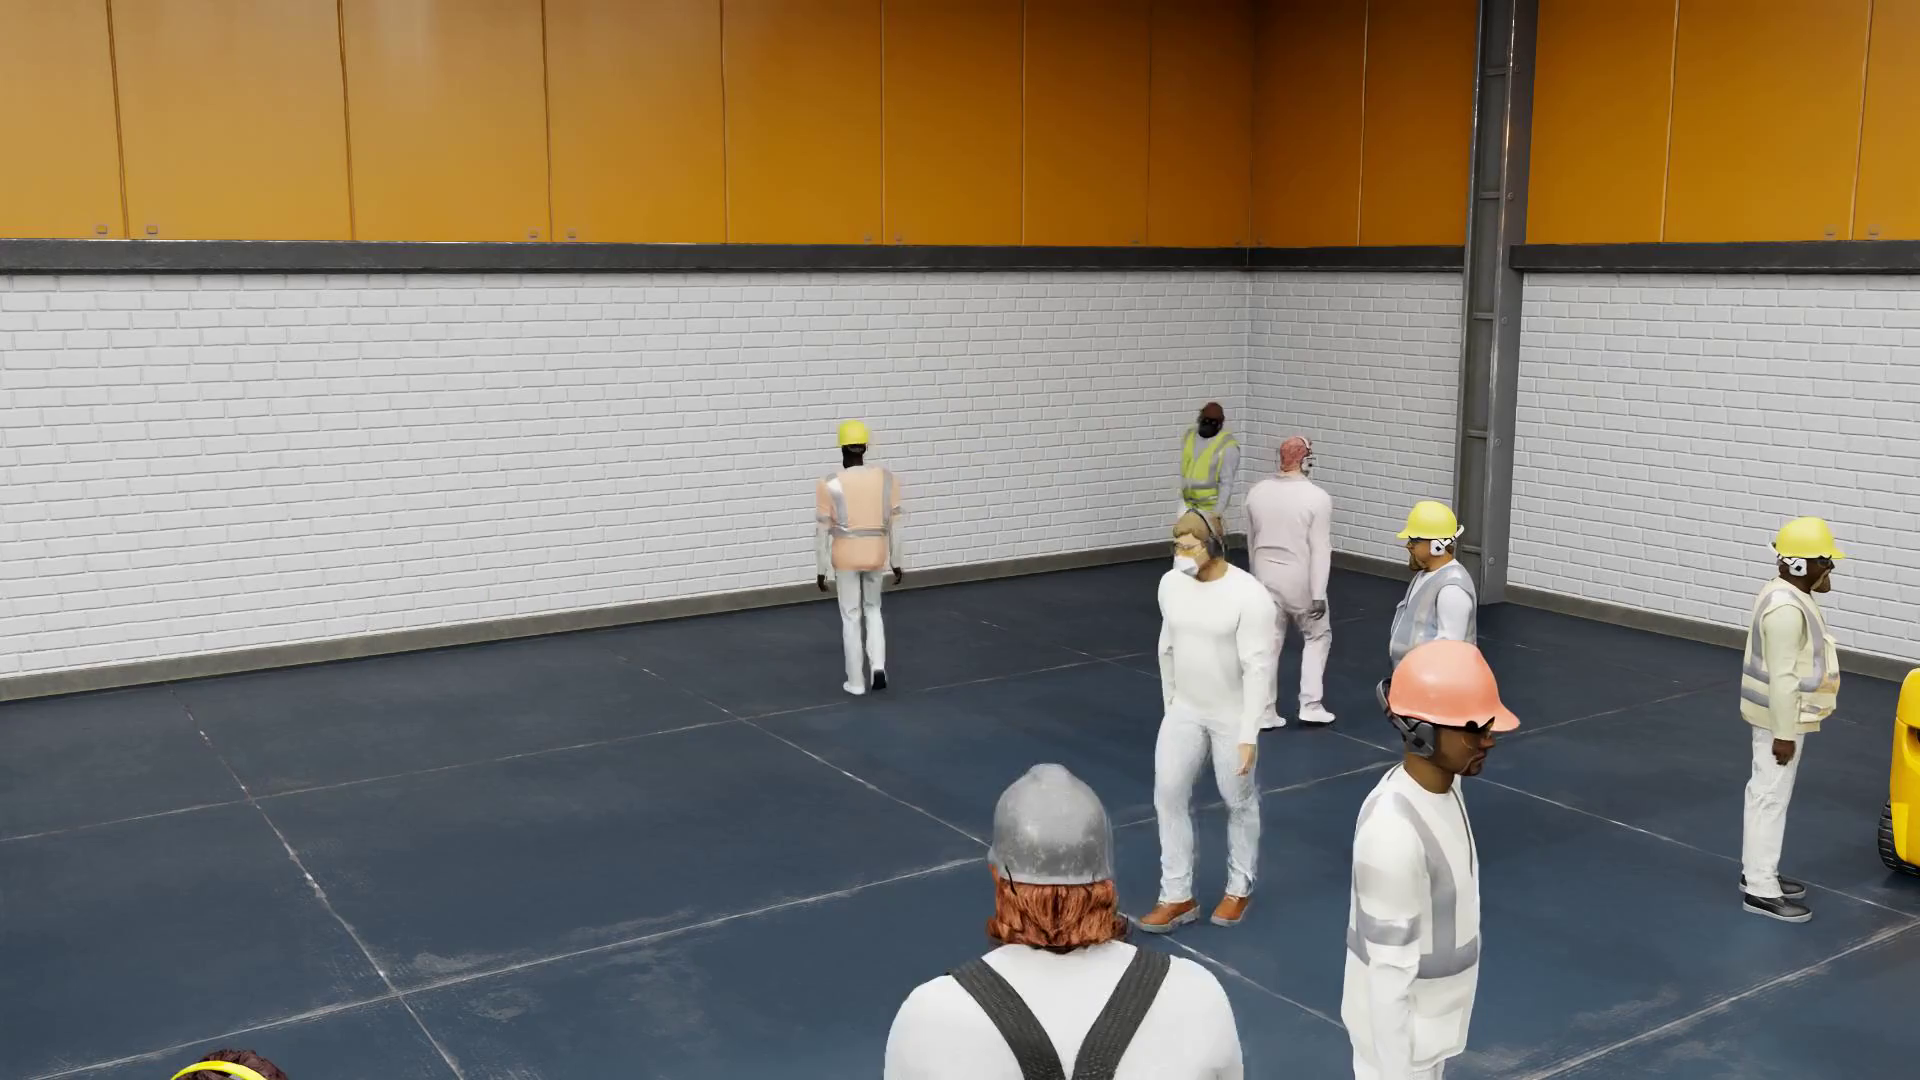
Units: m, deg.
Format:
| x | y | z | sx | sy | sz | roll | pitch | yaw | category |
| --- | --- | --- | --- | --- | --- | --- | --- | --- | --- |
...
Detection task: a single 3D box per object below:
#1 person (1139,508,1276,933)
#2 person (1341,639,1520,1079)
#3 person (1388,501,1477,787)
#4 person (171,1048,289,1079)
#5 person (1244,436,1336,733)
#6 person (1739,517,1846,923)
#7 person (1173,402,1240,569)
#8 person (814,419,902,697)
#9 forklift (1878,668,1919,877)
| x | y | z | sx | sy | sz | roll | pitch | yaw | category |
| --- | --- | --- | --- | --- | --- | --- | --- | --- | --- |
| 1.080 | 0.811 | 7.319 | 0.659 | 1.904 | 0.750 | 8 | 12 | 40 | person |
| 1.186 | 1.251 | 4.265 | 0.394 | 2.042 | 0.611 | 4 | 10 | 25 | person |
| 2.305 | 0.715 | 8.160 | 0.403 | 1.826 | 0.591 | 0 | 9 | 3 | person |
| -1.025 | 1.634 | 2.478 | 0.535 | 1.868 | 0.309 | 0 | 9 | -2 | person |
| 2.150 | 0.277 | 10.587 | 0.729 | 1.882 | 0.670 | -9 | 13 | -43 | person |
| 3.789 | 0.799 | 7.617 | 0.404 | 1.834 | 0.591 | 5 | 10 | 26 | person |
| 2.070 | -0.301 | 14.389 | 0.699 | 1.788 | 0.824 | 9 | 13 | 43 | person |
| -0.702 | 0.131 | 11.391 | 0.617 | 1.913 | 0.410 | -4 | 10 | -22 | person |
| 5.511 | 0.571 | 7.906 | 2.313 | 2.155 | 1.214 | -6 | 11 | -33 | forklift |
